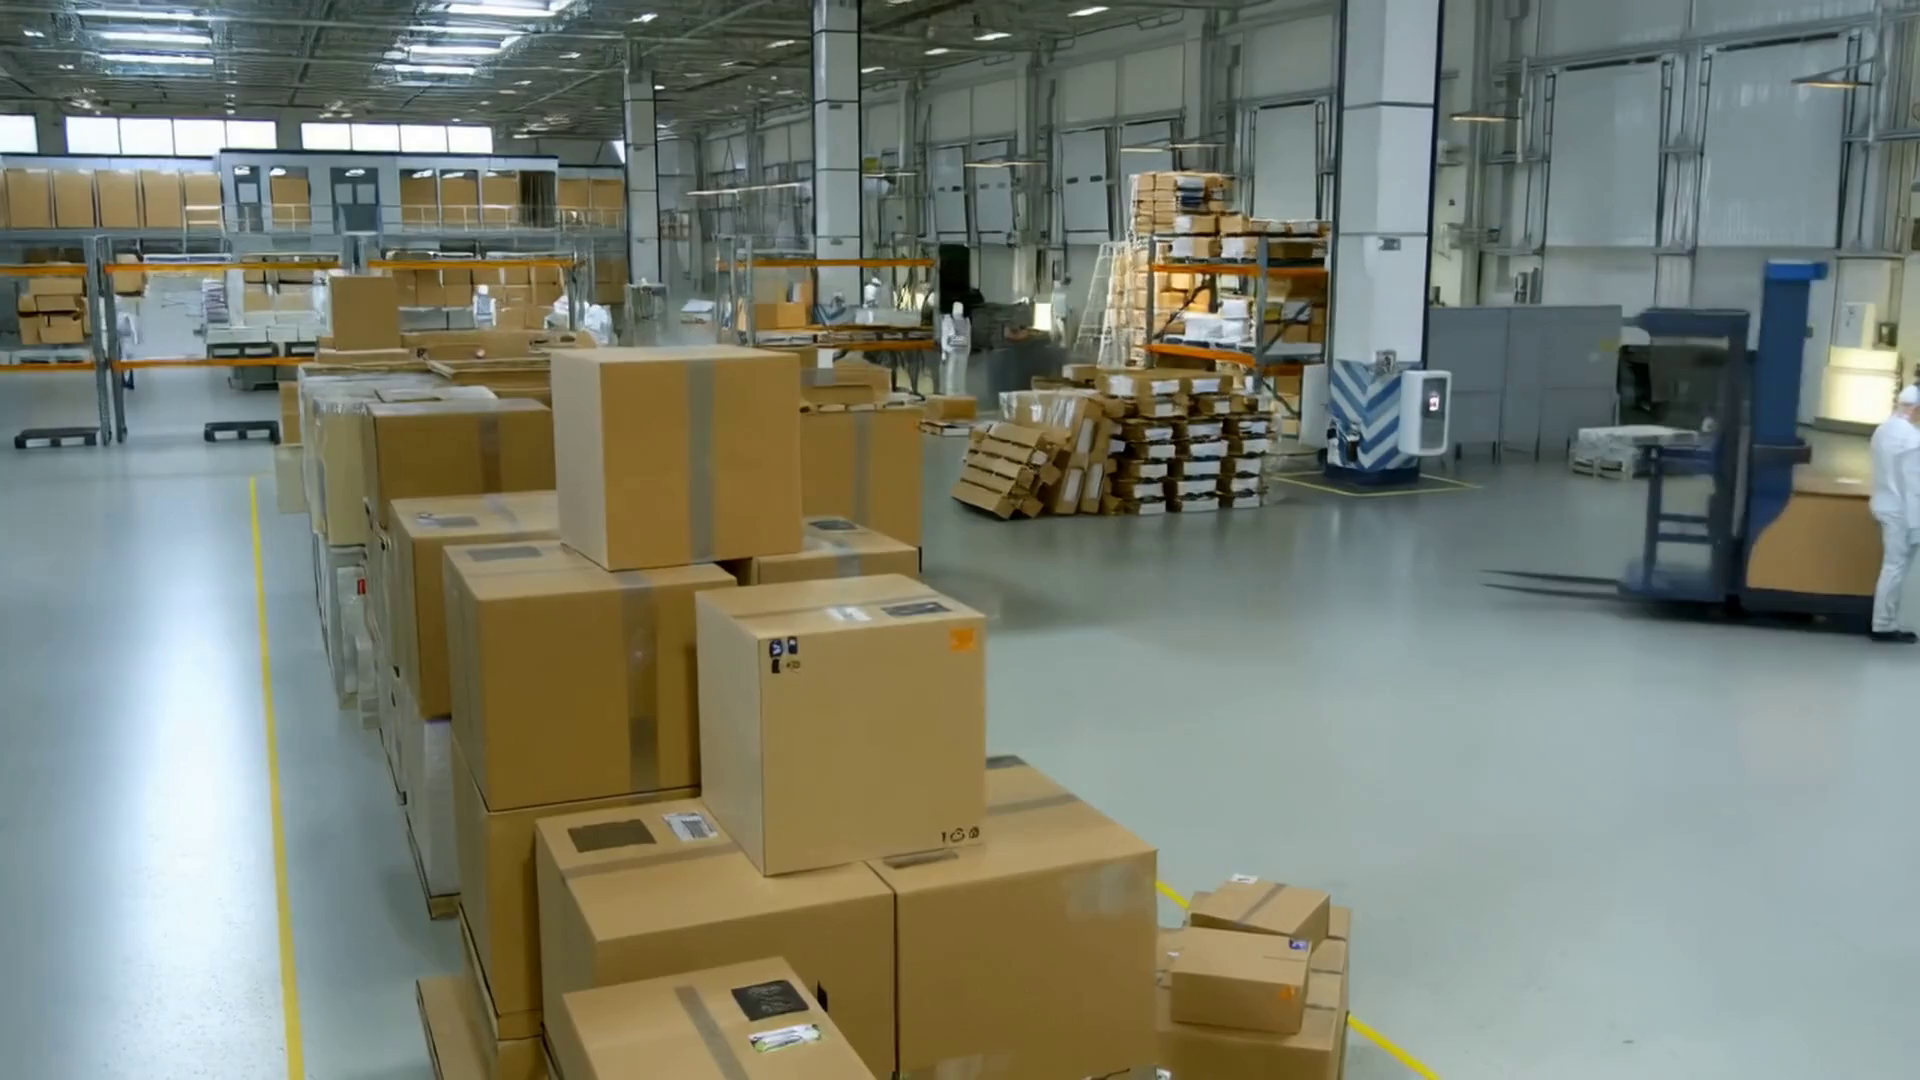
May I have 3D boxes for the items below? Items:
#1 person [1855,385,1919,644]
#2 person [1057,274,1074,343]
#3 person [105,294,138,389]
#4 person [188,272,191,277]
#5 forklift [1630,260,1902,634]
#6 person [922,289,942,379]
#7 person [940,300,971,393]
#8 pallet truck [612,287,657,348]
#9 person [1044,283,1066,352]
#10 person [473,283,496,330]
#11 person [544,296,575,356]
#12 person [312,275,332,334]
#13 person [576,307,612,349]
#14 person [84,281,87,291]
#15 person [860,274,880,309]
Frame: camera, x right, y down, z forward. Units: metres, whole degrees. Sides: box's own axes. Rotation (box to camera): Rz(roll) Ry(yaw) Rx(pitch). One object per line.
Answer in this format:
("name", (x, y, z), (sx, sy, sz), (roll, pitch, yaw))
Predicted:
("person", (6.962, -0.191, 12.372), (0.372, 1.930, 0.636), (0, 10, 2))
("person", (3.046, -6.685, 48.002), (0.404, 1.981, 0.623), (-6, 12, -30))
("person", (-16.703, -3.955, 33.159), (0.573, 1.909, 0.568), (-3, 11, -16))
("person", (-26.726, -8.352, 57.607), (0.966, 1.830, 0.575), (-3, 11, -16))
("forklift", (6.407, -0.794, 13.062), (1.873, 2.768, 1.129), (5, 11, 25))
("person", (-0.581, -4.403, 35.583), (0.381, 1.923, 0.595), (6, 12, 28))
("person", (-0.053, -3.576, 31.262), (0.627, 1.844, 0.429), (-7, 12, -32))
("pallet truck", (-6.464, -4.406, 35.401), (0.823, 1.965, 1.885), (6, 12, 32))
("person", (2.604, -5.951, 44.409), (0.519, 1.817, 0.962), (-5, 11, -23))
("person", (-12.069, -5.558, 42.110), (0.617, 1.864, 0.561), (-7, 12, -34))
("person", (-7.350, -3.524, 30.706), (0.372, 1.940, 0.631), (9, 14, 41))
("person", (-19.447, -7.102, 50.616), (0.597, 1.898, 0.799), (9, 14, 41))
("person", (-5.131, -2.306, 23.709), (0.538, 2.000, 0.684), (2, 11, 13))
("person", (-29.611, -8.227, 56.948), (0.815, 1.814, 0.553), (4, 11, 21))
("person", (-2.761, -7.182, 50.969), (0.615, 1.885, 1.032), (-1, 10, -6))
